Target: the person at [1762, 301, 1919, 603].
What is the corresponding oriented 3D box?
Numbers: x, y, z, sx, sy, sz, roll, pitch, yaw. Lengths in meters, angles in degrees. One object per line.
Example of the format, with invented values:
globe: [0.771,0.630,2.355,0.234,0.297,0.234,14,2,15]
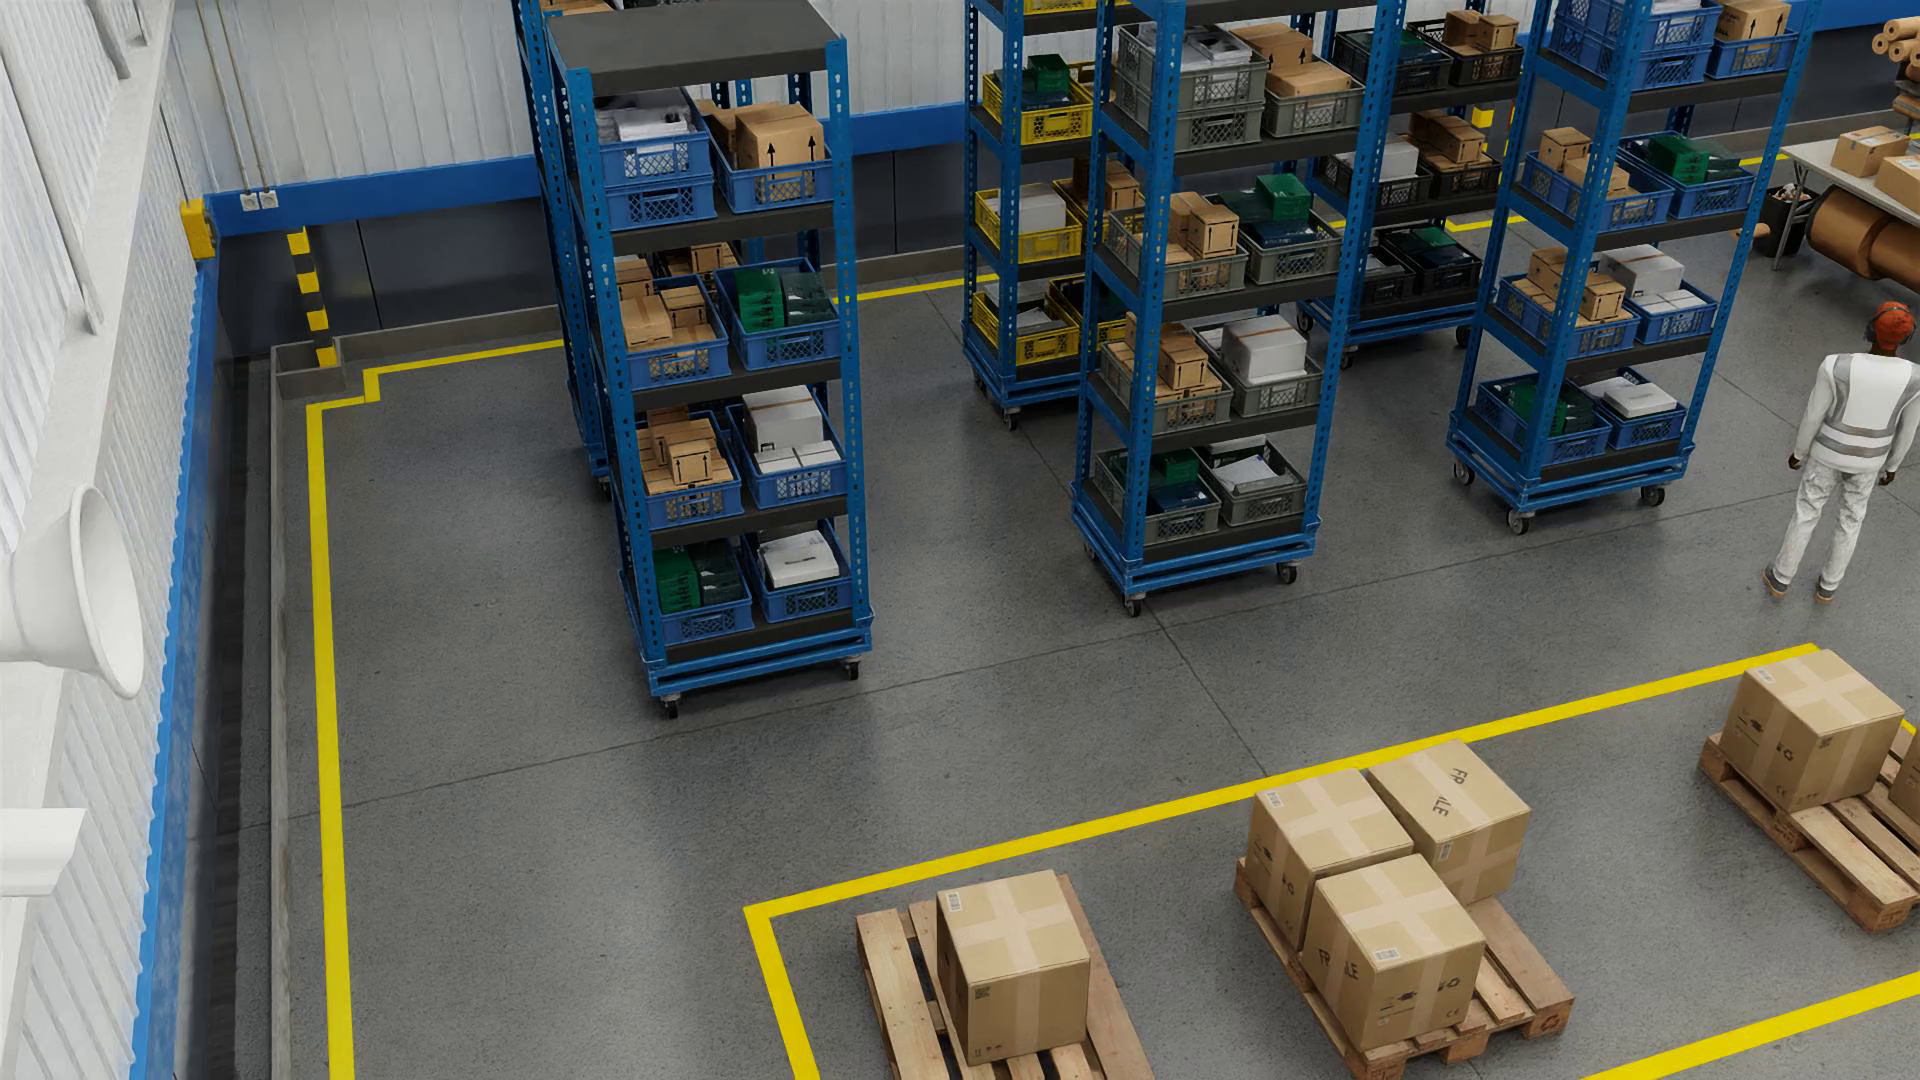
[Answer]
person: [4.970,-0.472,9.323,0.573,1.884,0.356,10,37,14]
